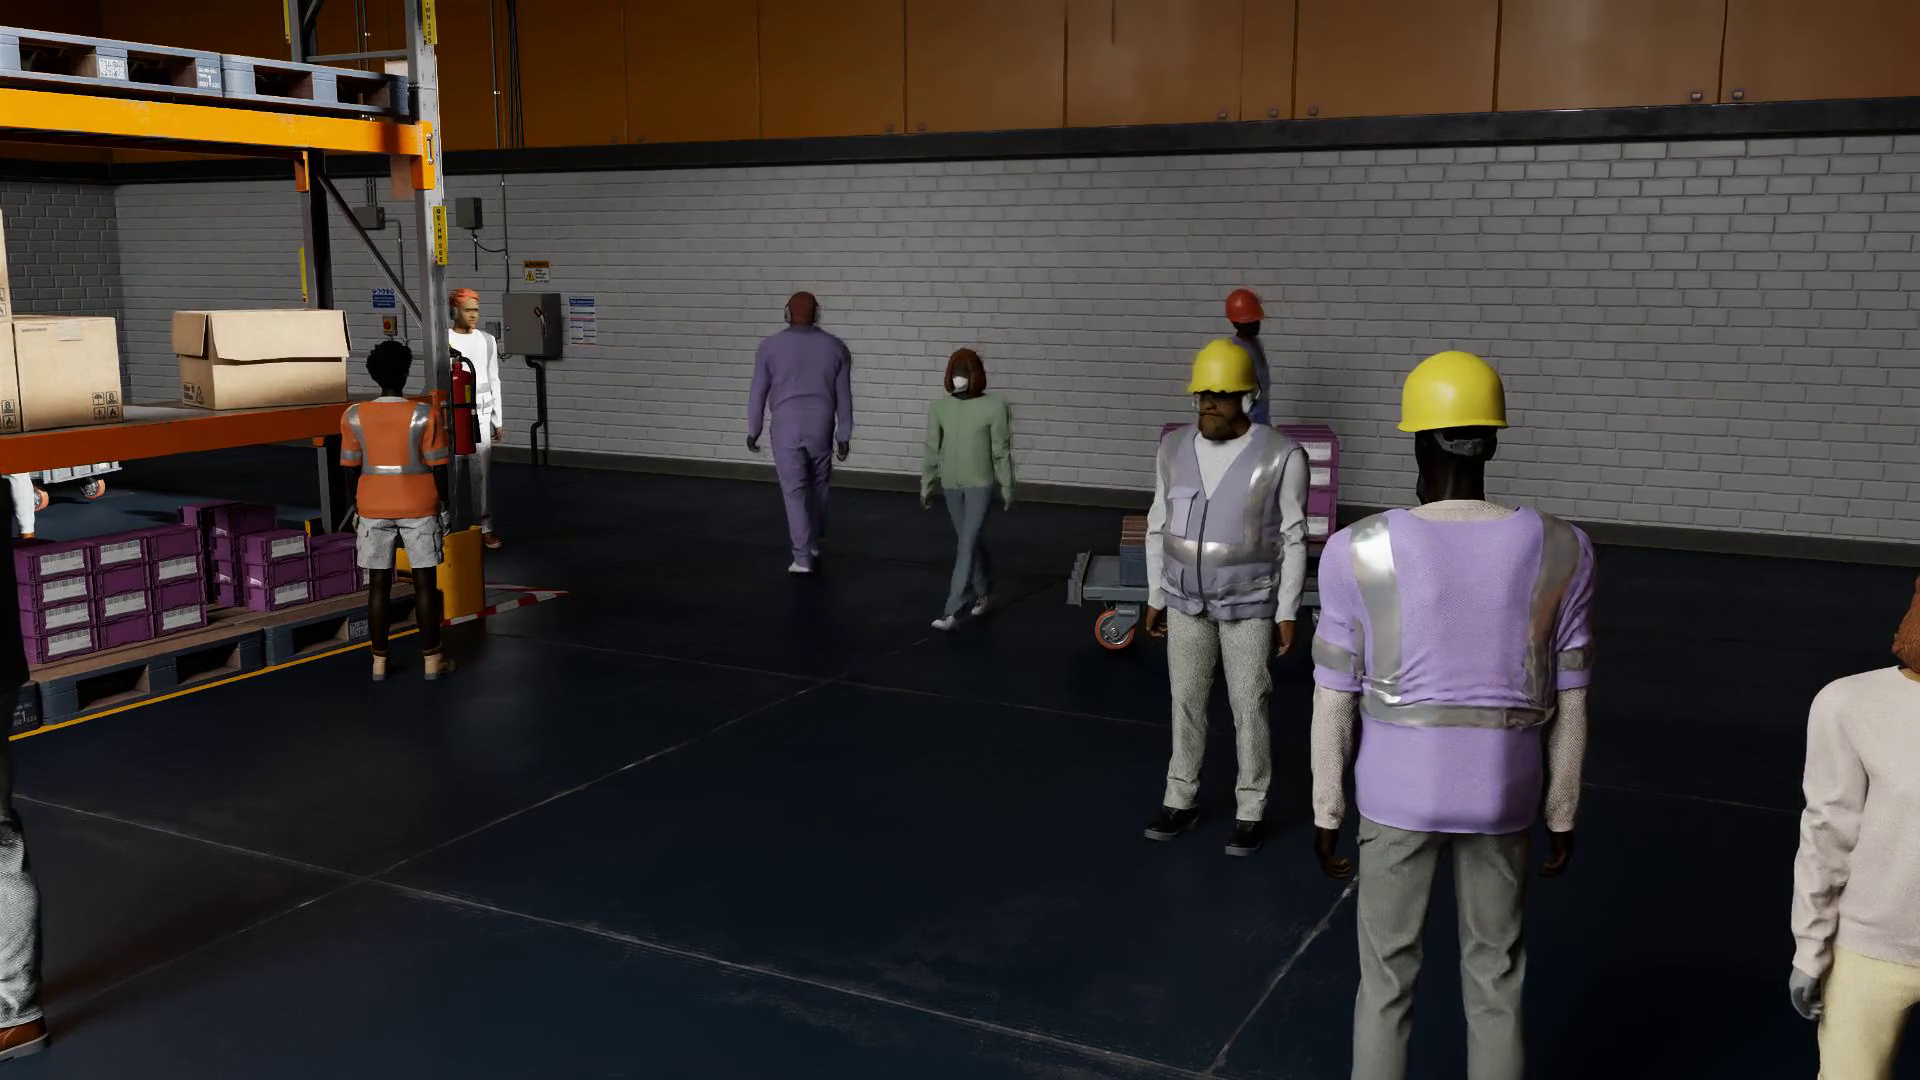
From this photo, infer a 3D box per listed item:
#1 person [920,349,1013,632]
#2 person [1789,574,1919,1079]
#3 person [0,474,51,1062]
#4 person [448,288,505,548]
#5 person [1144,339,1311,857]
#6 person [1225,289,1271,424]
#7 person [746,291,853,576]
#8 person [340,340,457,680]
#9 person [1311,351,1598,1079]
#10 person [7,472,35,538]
[{"bbox_3d":[0.028,-0.296,9.487,0.517,1.584,0.881,5,11,27],"label":"person"},{"bbox_3d":[1.810,0.793,3.092,0.493,1.625,0.281,4,11,21],"label":"person"},{"bbox_3d":[-2.643,0.416,4.362,0.361,1.938,0.635,-6,12,-32],"label":"person"},{"bbox_3d":[-3.529,-0.852,11.884,0.350,1.879,0.578,9,13,41],"label":"person"},{"bbox_3d":[0.921,0.206,5.895,0.600,1.827,0.404,6,12,32],"label":"person"},{"bbox_3d":[1.891,-0.733,11.187,0.455,1.893,0.657,7,12,33],"label":"person"},{"bbox_3d":[-1.097,-0.728,11.214,0.668,1.863,0.959,-4,10,-20],"label":"person"},{"bbox_3d":[-2.783,-0.138,8.268,0.537,1.697,0.318,0,10,-1],"label":"person"},{"bbox_3d":[1.059,0.552,3.651,0.592,1.919,0.399,1,10,6],"label":"person"},{"bbox_3d":[-6.985,-0.895,11.951,0.628,1.940,0.378,-9,14,-44],"label":"person"}]
